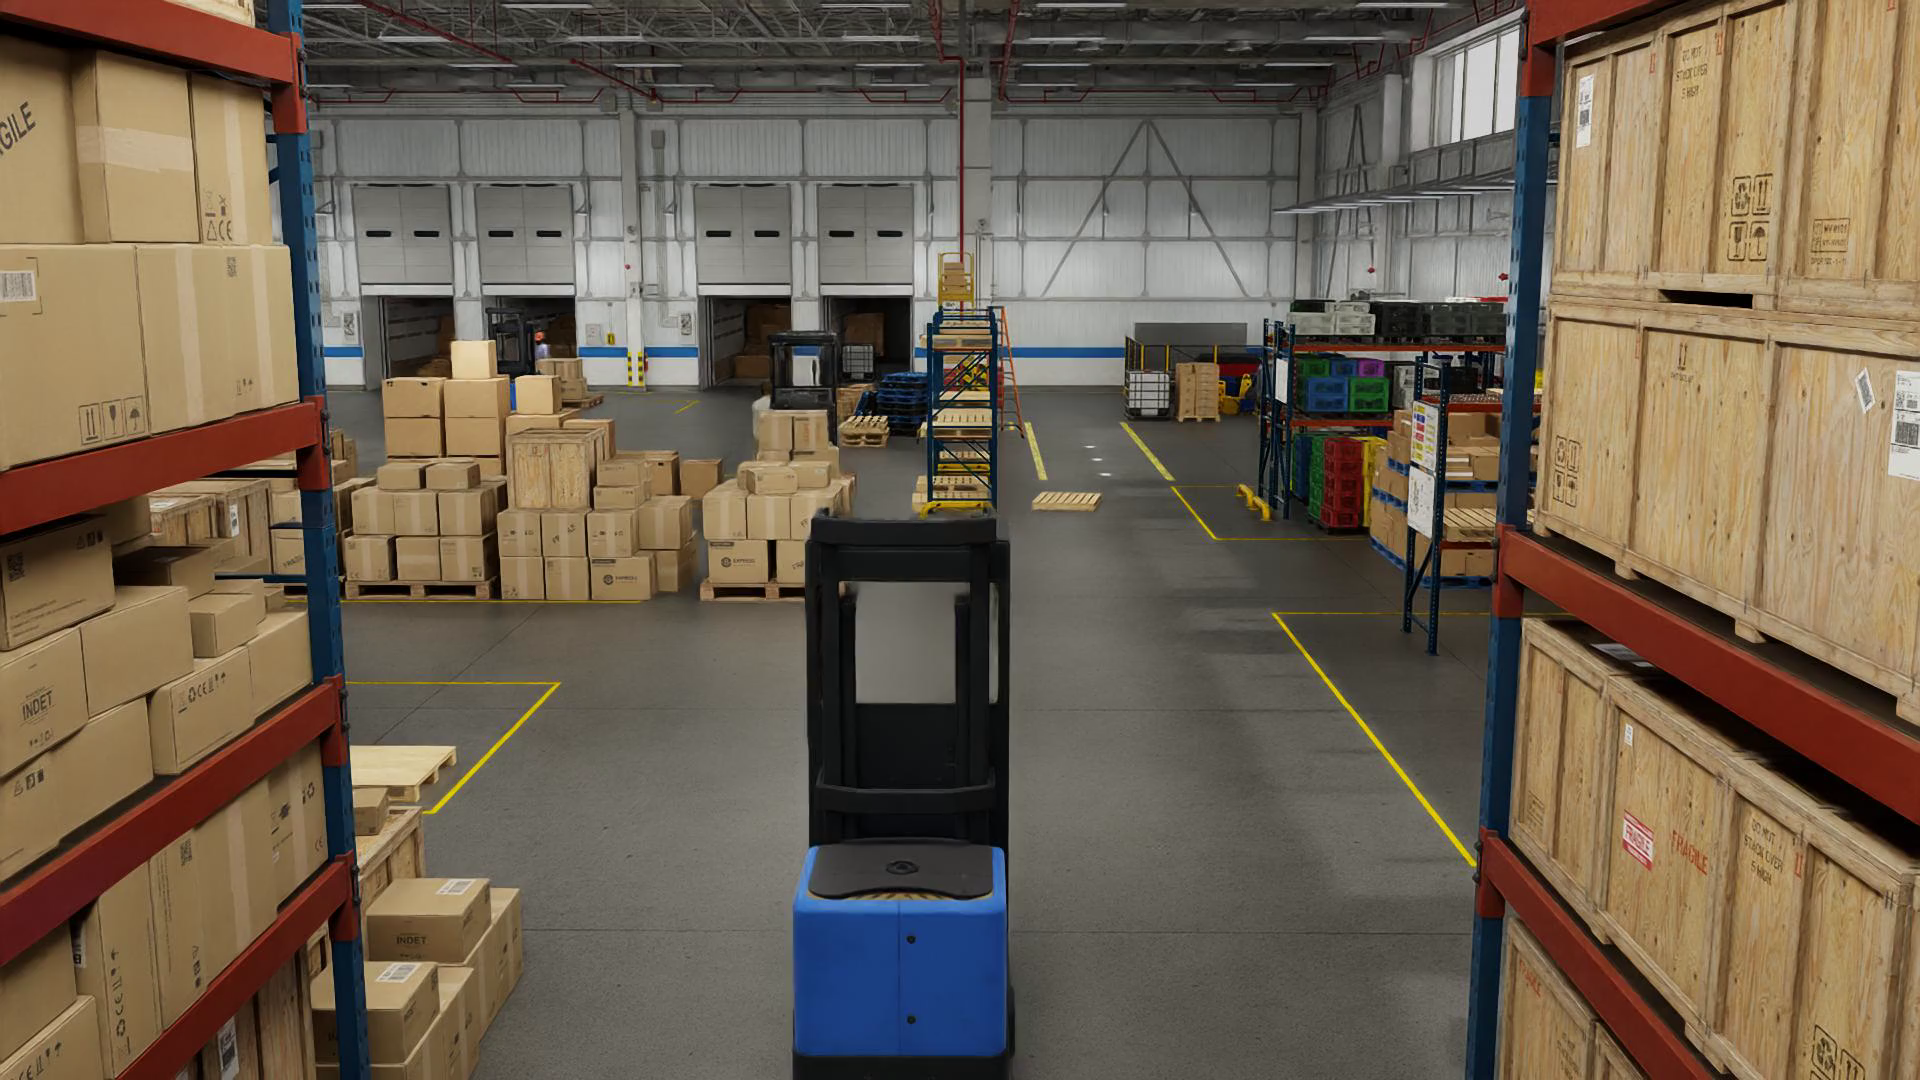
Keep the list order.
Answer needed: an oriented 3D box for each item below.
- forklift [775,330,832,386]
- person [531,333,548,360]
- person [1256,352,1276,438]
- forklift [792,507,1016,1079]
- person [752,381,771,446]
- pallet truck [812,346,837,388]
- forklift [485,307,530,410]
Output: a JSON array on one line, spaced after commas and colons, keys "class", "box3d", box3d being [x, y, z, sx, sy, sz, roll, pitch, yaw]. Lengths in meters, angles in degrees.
[{"class": "forklift", "box3d": [-2.607, -2.126, 27.965, 1.129, 2.768, 1.873, 0, 10, -3]}, {"class": "person", "box3d": [-11.796, -4.829, 46.388, 0.886, 1.888, 0.603, -9, 13, -42]}, {"class": "person", "box3d": [6.911, -3.227, 37.049, 0.627, 1.934, 0.372, 1, 10, 4]}, {"class": "forklift", "box3d": [-0.280, 1.221, 8.659, 1.129, 2.768, 1.873, 0, 10, 1]}, {"class": "person", "box3d": [-3.281, -1.808, 28.904, 0.664, 1.919, 0.433, -2, 10, -10]}, {"class": "pallet truck", "box3d": [-3.021, -4.312, 43.126, 1.885, 1.965, 0.823, 3, 10, 17]}, {"class": "forklift", "box3d": [-10.754, -4.150, 39.646, 1.129, 2.768, 1.873, 0, 10, 1]}]
